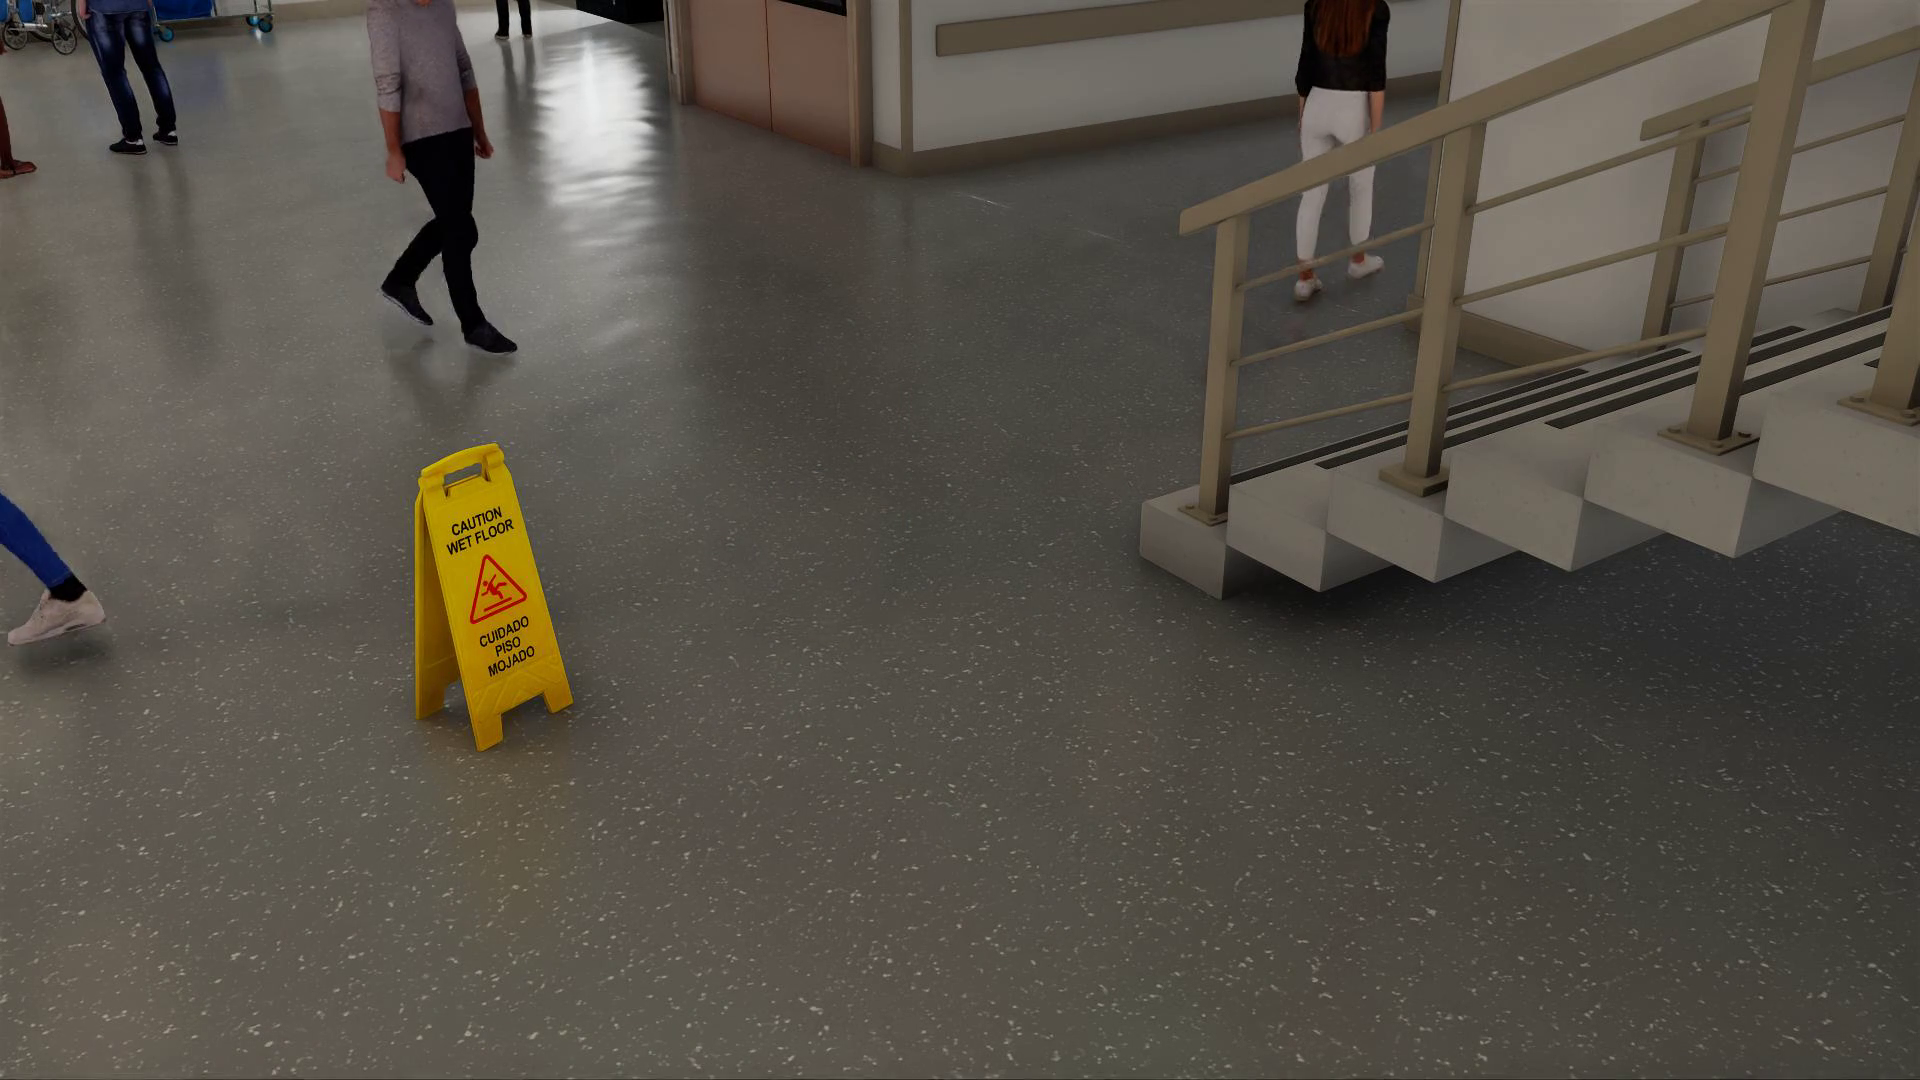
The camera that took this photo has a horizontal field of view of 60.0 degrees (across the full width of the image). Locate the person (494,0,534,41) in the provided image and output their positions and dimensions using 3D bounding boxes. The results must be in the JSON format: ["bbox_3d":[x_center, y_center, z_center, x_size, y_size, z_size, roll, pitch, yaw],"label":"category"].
[{"bbox_3d":[-4.076,-5.247,14.877,0.573,1.462,0.536,-13,29,-25],"label":"person"}]

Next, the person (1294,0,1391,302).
[{"bbox_3d":[1.737,-1.939,7.769,0.934,1.679,0.895,15,30,28],"label":"person"}]

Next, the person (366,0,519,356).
[{"bbox_3d":[-2.334,-1.731,7.173,1.161,1.822,1.026,9,27,17],"label":"person"}]

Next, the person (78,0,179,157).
[{"bbox_3d":[-5.417,-3.419,10.671,0.752,1.825,0.793,14,29,27],"label":"person"}]
